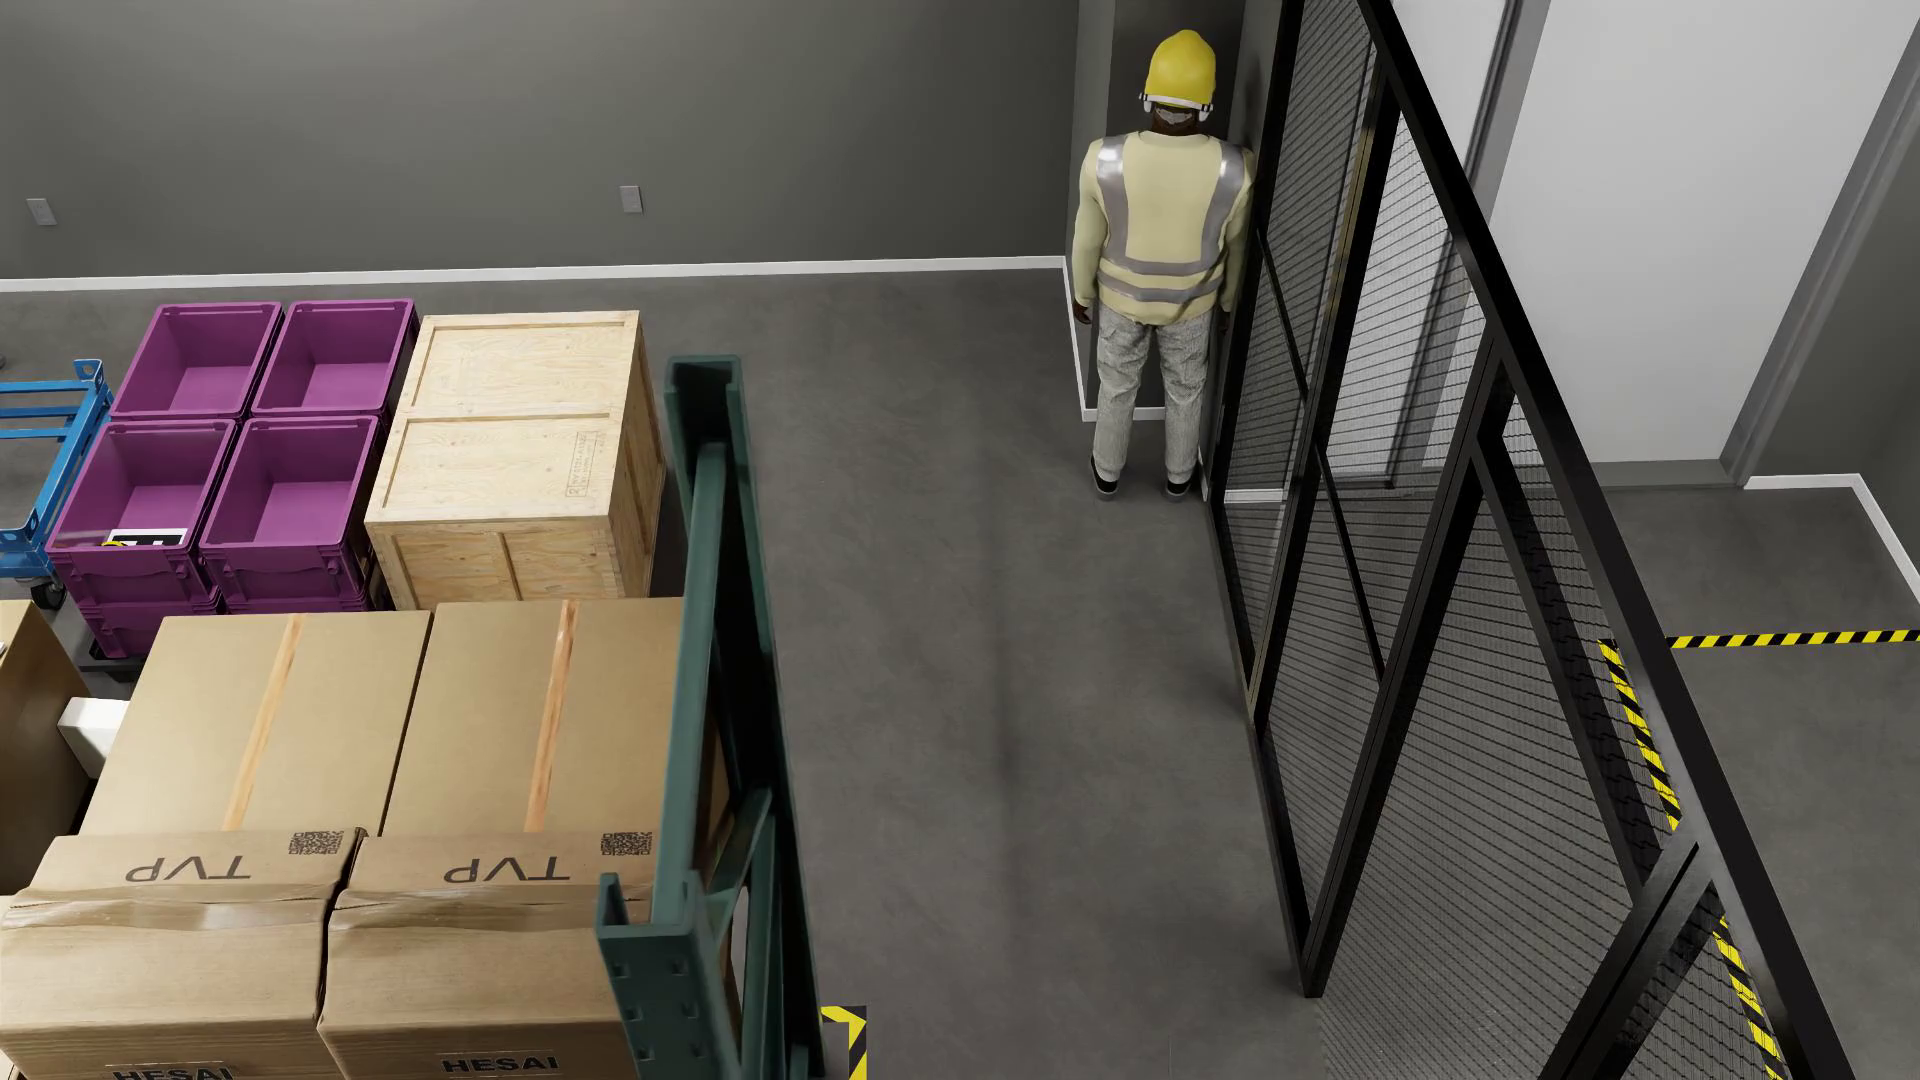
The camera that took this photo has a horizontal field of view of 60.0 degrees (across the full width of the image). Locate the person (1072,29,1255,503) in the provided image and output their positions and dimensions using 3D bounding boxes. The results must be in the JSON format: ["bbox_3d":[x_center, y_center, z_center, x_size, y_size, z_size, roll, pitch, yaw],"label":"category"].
[{"bbox_3d":[0.676,-0.869,5.659,0.600,1.829,0.404,4,46,4],"label":"person"}]

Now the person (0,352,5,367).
[{"bbox_3d":[-4.026,-1.273,5.972,0.359,1.938,0.632,-2,46,-2],"label":"person"}]
